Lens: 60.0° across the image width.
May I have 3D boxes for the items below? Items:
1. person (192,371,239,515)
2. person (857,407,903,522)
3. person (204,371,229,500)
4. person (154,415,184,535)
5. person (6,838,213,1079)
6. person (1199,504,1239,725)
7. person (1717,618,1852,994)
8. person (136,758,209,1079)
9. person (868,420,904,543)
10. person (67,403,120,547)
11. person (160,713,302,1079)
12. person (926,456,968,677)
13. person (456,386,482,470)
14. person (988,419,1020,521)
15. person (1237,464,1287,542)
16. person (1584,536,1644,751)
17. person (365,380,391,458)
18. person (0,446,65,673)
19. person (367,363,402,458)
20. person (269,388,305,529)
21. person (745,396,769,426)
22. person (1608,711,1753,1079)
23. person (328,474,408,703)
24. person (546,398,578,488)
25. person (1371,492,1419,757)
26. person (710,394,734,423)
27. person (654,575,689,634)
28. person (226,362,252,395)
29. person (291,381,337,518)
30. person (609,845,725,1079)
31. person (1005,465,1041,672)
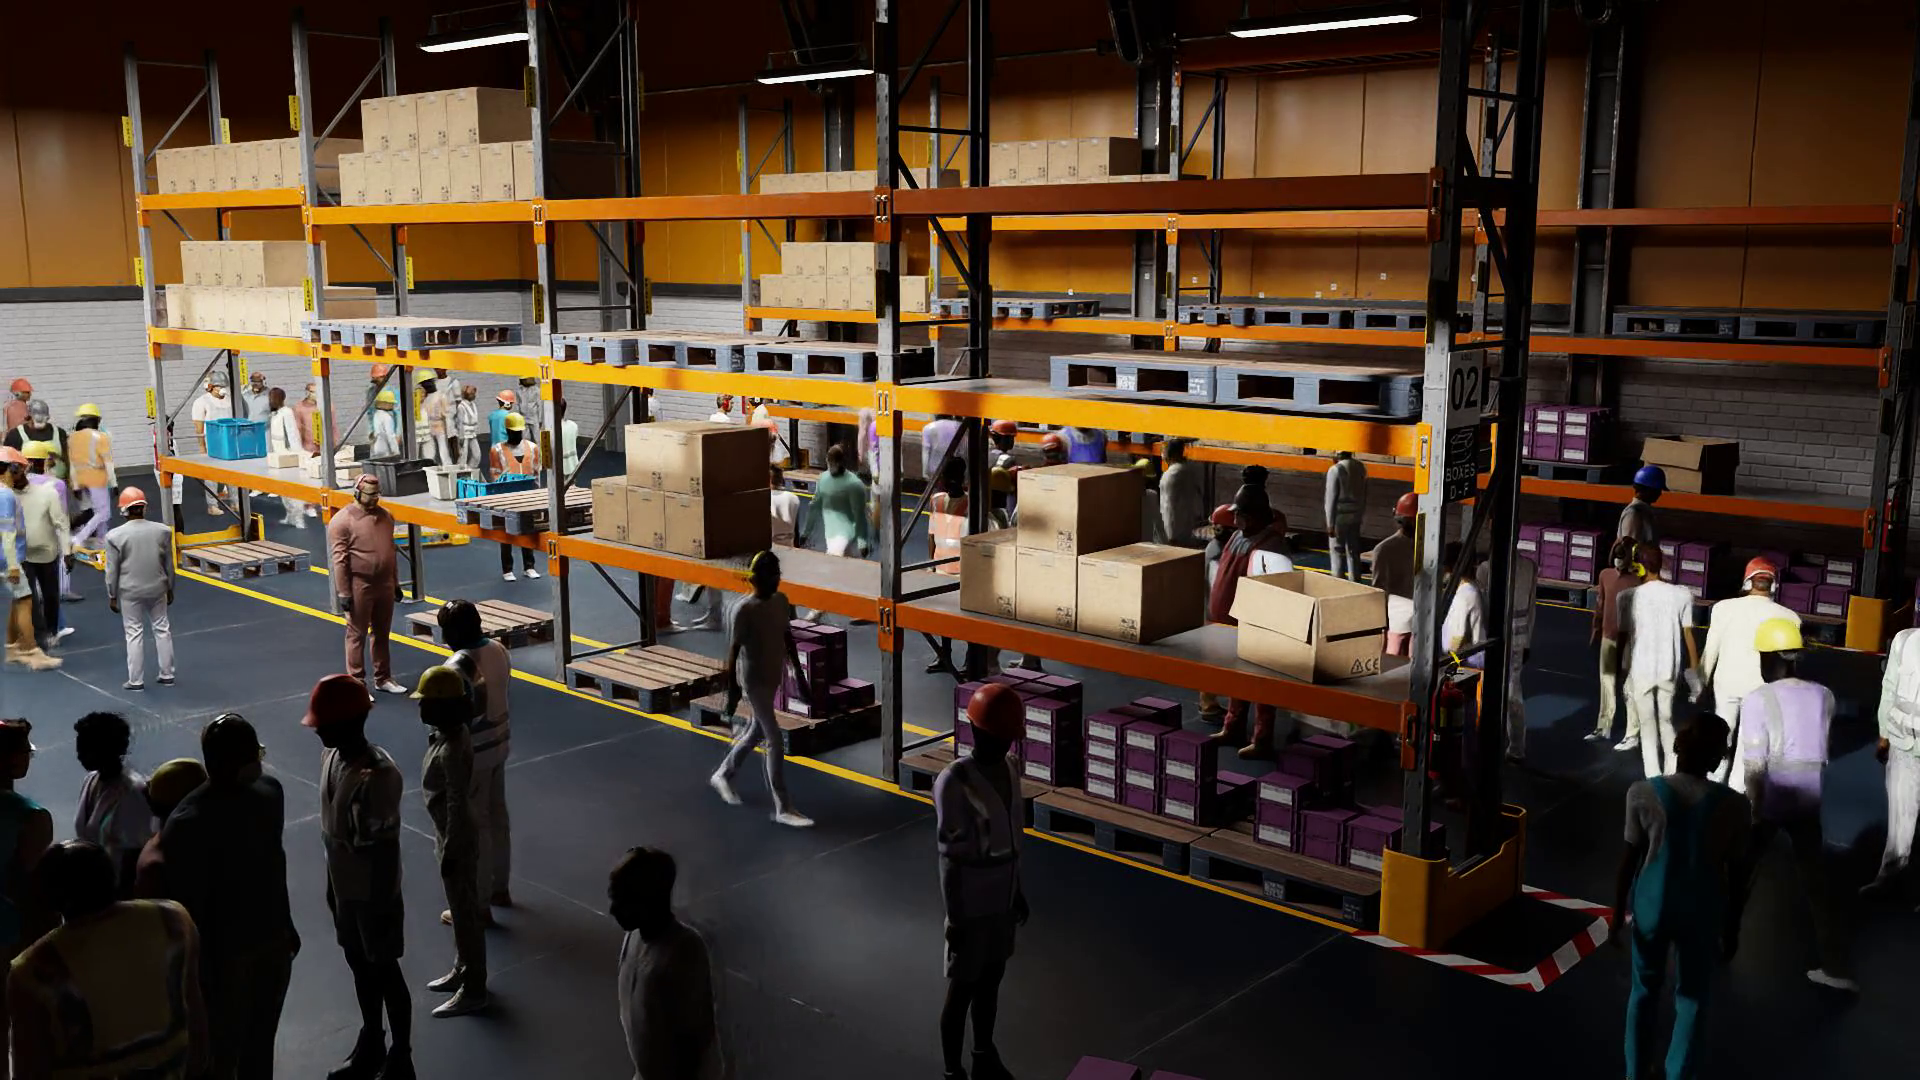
[{"bbox_3d":[-10.413,-1.379,23.485,0.535,2.000,0.680,7,12,34],"label":"person"},{"bbox_3d":[-1.074,-1.196,22.784,0.598,1.915,0.647,9,14,43],"label":"person"},{"bbox_3d":[-11.053,-1.570,24.895,0.369,1.930,0.628,-5,11,-25],"label":"person"},{"bbox_3d":[-9.862,-0.720,20.733,0.318,1.697,0.533,-6,12,-30],"label":"person"},{"bbox_3d":[-2.850,1.888,5.636,0.500,1.823,0.643,8,13,39],"label":"person"},{"bbox_3d":[2.080,0.579,13.239,0.339,1.748,0.564,1,10,8],"label":"person"},{"bbox_3d":[4.274,1.344,8.644,0.625,1.852,1.018,-3,10,-16],"label":"person"},{"bbox_3d":[-3.148,1.730,6.742,0.385,1.750,0.534,-1,10,-8],"label":"person"},{"bbox_3d":[-0.909,-0.912,21.182,0.393,1.927,0.549,8,13,39],"label":"person"},{"bbox_3d":[-10.501,-0.689,20.038,0.653,1.881,0.727,4,11,21],"label":"person"},{"bbox_3d":[-2.905,1.637,6.722,0.355,1.938,0.636,2,10,13],"label":"person"},{"bbox_3d":[-0.038,0.224,14.635,0.612,1.963,0.361,7,12,33],"label":"person"},{"bbox_3d":[-7.708,-1.612,26.016,0.389,1.612,0.529,2,10,10],"label":"person"},{"bbox_3d":[0.439,-0.247,17.124,0.398,2.039,0.609,-5,11,-26],"label":"person"},{"bbox_3d":[2.462,0.336,14.034,0.606,1.959,0.371,6,12,31],"label":"person"},{"bbox_3d":[4.983,0.771,12.517,0.277,1.628,0.506,-5,11,-26],"label":"person"},{"bbox_3d":[-9.855,-2.088,28.335,0.486,1.744,0.311,-7,12,-36],"label":"person"},{"bbox_3d":[-8.418,0.172,14.869,0.505,2.007,0.724,-6,12,-31],"label":"person"},{"bbox_3d":[-8.708,-1.664,25.136,0.621,2.030,0.407,5,11,25],"label":"person"},{"bbox_3d":[-9.041,-1.099,22.413,0.352,1.872,0.754,-7,12,-36],"label":"person"},{"bbox_3d":[-2.956,-1.390,24.403,0.354,1.738,0.575,-1,10,-8],"label":"person"},{"bbox_3d":[3.056,1.632,7.105,0.530,1.823,0.747,5,11,27],"label":"person"},{"bbox_3d":[-4.912,0.391,13.874,0.410,1.905,0.640,5,11,27],"label":"person"},{"bbox_3d":[-4.944,-0.825,20.699,0.391,1.920,0.593,2,10,13],"label":"person"},{"bbox_3d":[3.306,0.619,12.354,0.618,1.986,0.408,-6,12,-30],"label":"person"},{"bbox_3d":[-3.178,-1.045,22.185,0.394,1.836,0.560,-5,11,-25],"label":"person"},{"bbox_3d":[-2.896,-0.025,16.221,0.401,1.908,0.597,-6,12,-32],"label":"person"},{"bbox_3d":[-11.646,-1.922,26.801,0.605,1.959,0.373,0,10,-1],"label":"person"},{"bbox_3d":[-8.993,-1.275,23.284,0.404,1.906,0.650,8,13,38],"label":"person"},{"bbox_3d":[-0.966,1.887,5.769,0.965,1.792,0.510,-8,13,-38],"label":"person"},{"bbox_3d":[0.569,0.273,14.623,0.341,1.878,0.581,2,10,11],"label":"person"}]
